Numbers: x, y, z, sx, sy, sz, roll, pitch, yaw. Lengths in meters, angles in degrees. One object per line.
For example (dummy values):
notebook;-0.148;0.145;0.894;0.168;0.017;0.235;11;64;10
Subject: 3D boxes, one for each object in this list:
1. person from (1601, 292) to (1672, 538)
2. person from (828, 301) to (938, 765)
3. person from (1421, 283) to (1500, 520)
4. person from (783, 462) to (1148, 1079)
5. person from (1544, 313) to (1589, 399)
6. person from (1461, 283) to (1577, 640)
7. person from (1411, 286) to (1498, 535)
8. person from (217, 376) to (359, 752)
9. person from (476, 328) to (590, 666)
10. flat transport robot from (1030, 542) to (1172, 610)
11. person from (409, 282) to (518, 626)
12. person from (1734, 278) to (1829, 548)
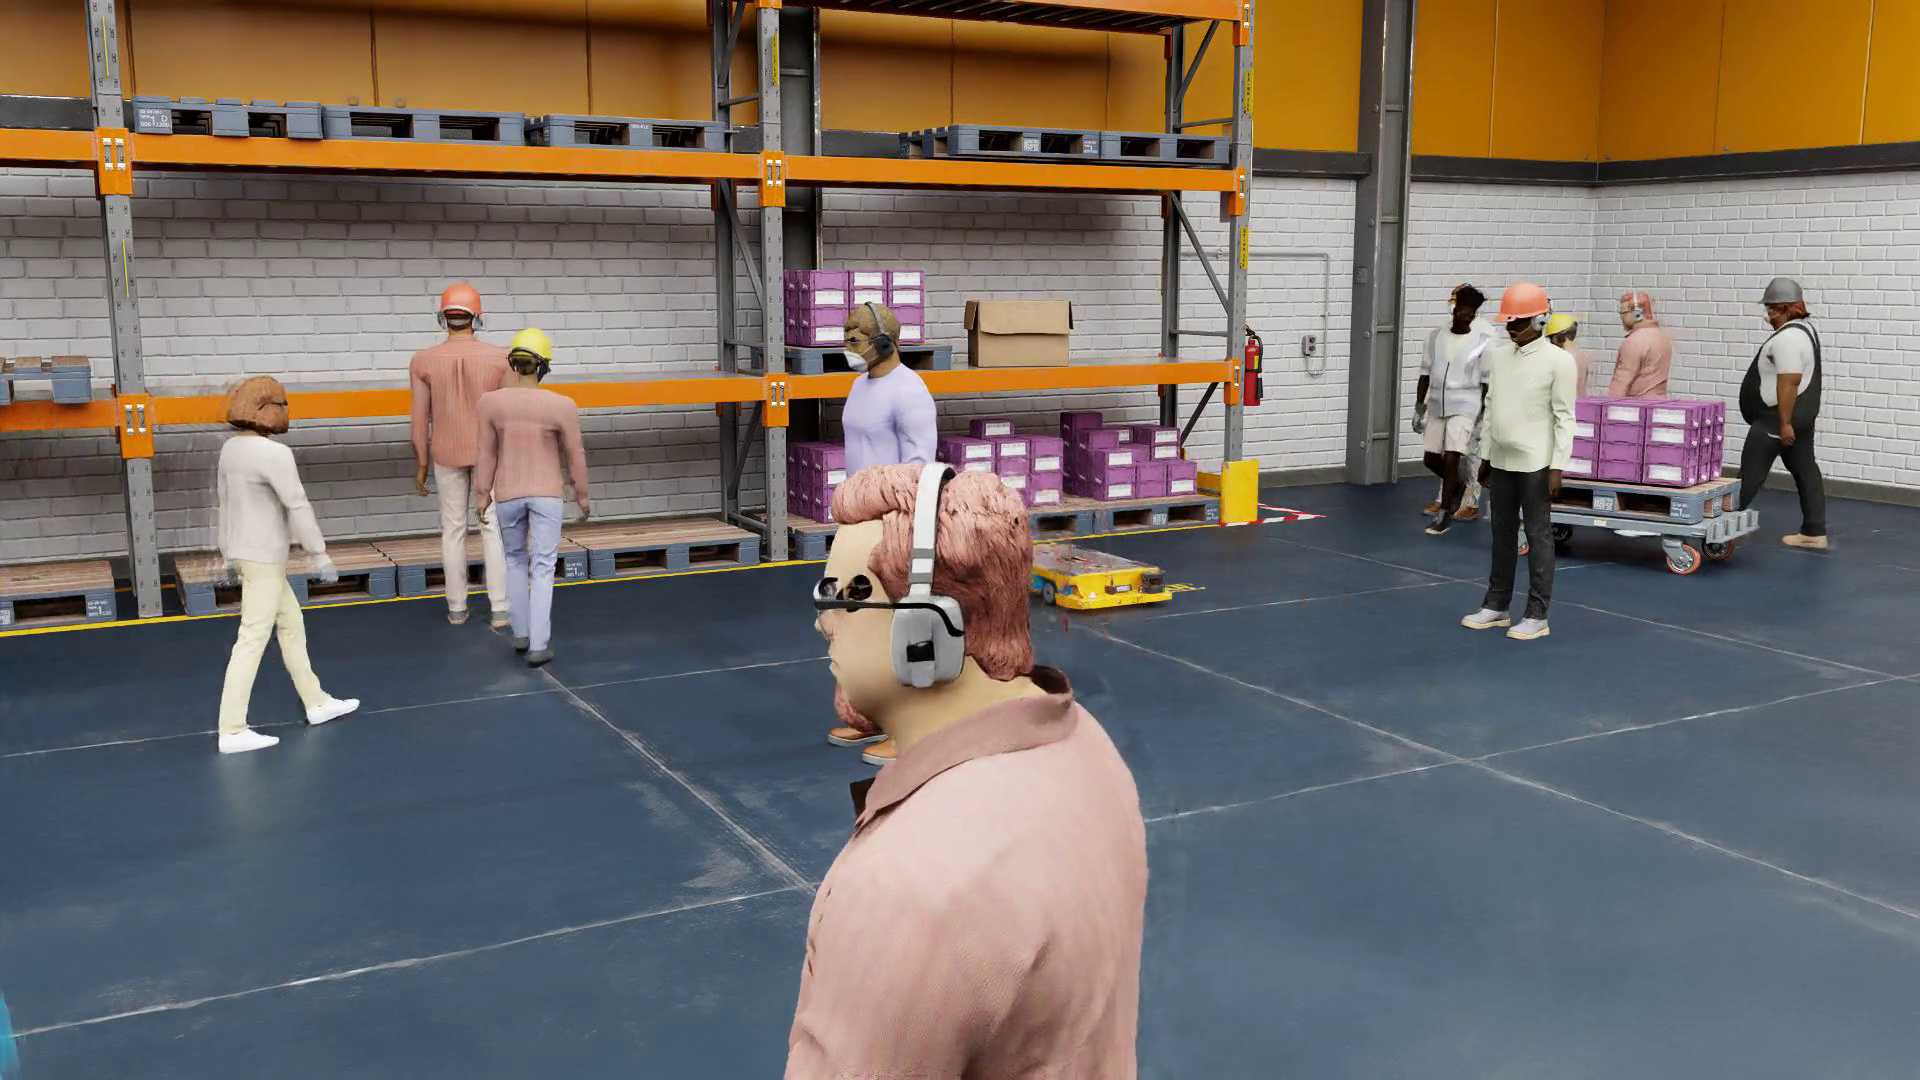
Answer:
person;5.147;-0.961;12.835;0.644;1.877;0.649;7;12;37
person;-0.318;-0.030;6.992;0.373;1.933;0.627;-5;10;-27
person;4.128;-1.133;13.692;0.373;1.941;0.627;-5;10;-27
person;-0.101;0.845;1.874;0.979;1.859;0.644;2;9;10
person;4.921;-0.964;13.374;0.581;1.708;0.885;-8;12;-39
person;3.138;-0.439;9.324;0.398;1.984;0.609;-5;10;-27
person;3.893;-1.019;13.021;0.646;1.932;0.688;9;13;42
person;-2.951;0.090;7.269;0.516;1.603;0.794;9;13;43
person;-2.222;-0.237;8.770;0.553;1.745;0.635;0;9;1
flat transport robot;0.667;0.207;10.595;0.652;0.197;1.431;-5;11;-28
person;-2.829;-0.488;9.608;0.617;1.994;0.388;-2;9;-9
person;6.004;-0.966;12.367;1.021;2.000;0.703;8;12;41
